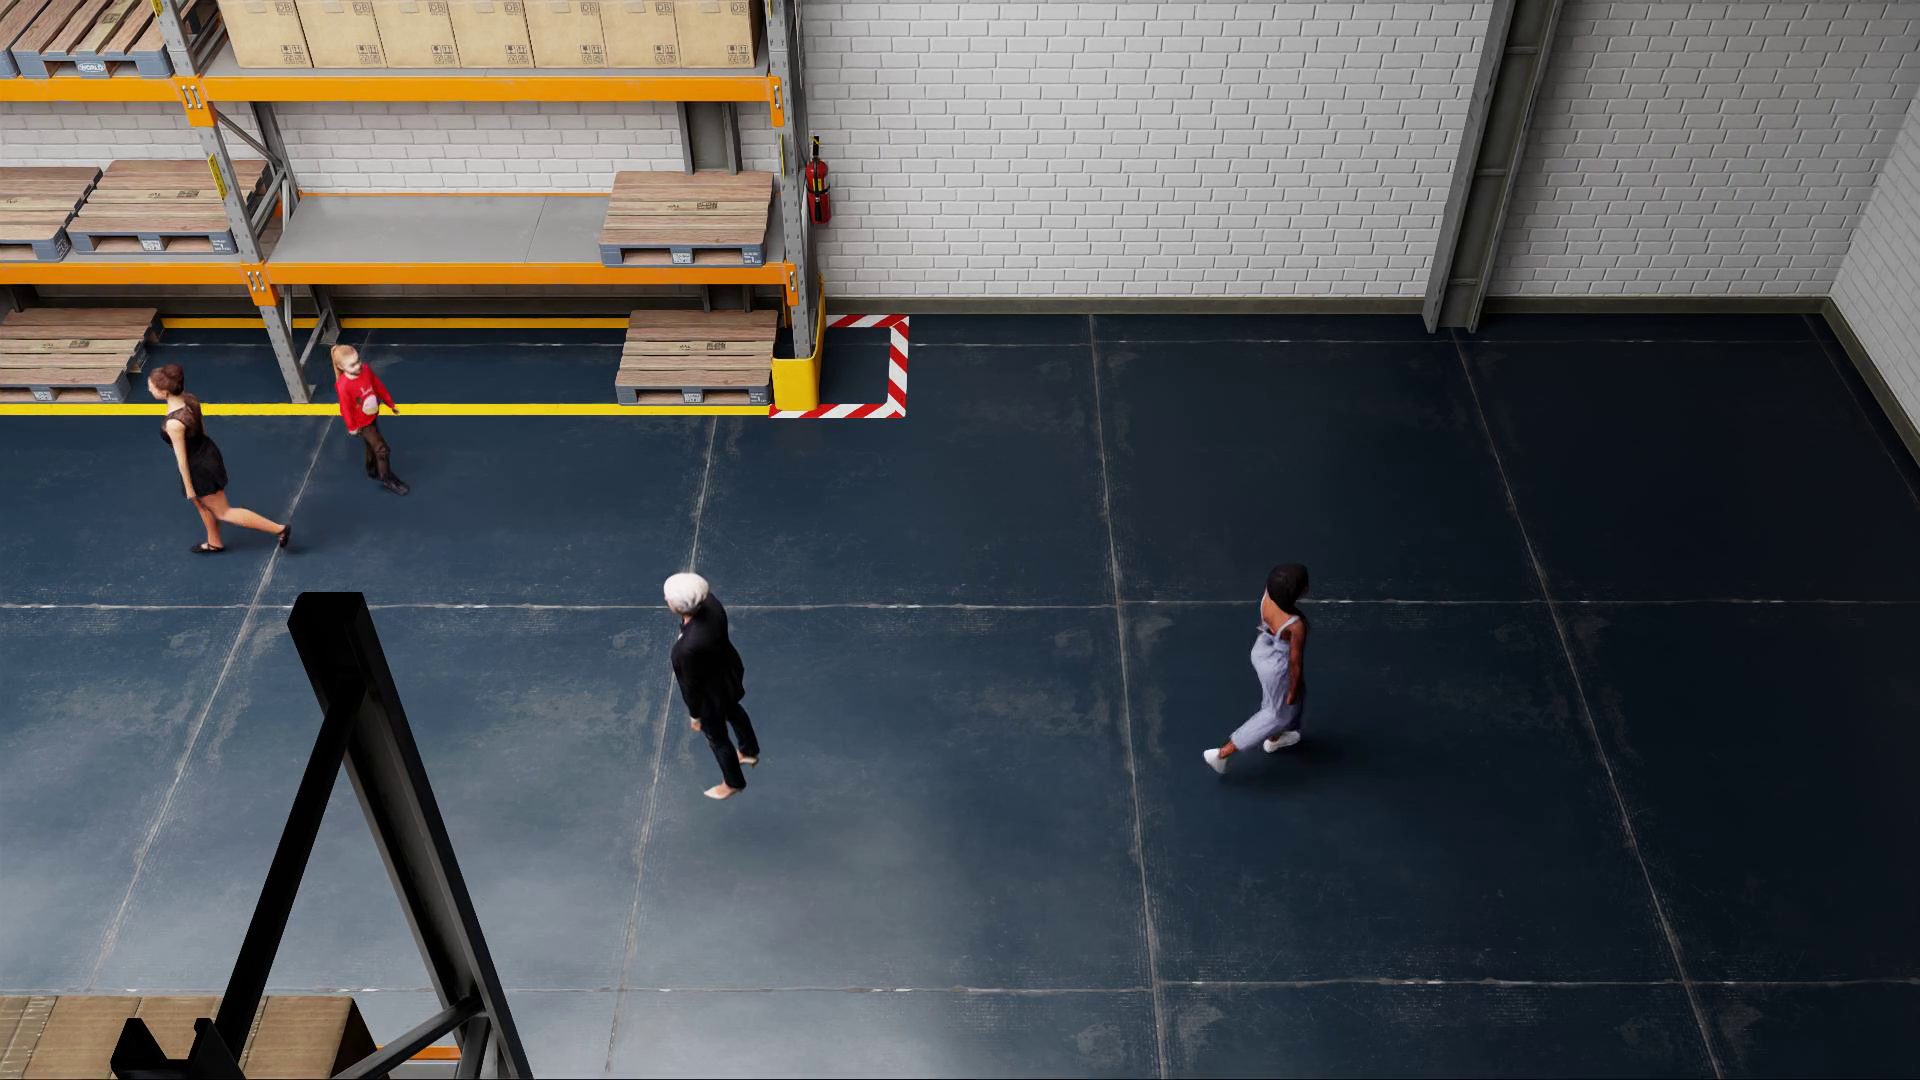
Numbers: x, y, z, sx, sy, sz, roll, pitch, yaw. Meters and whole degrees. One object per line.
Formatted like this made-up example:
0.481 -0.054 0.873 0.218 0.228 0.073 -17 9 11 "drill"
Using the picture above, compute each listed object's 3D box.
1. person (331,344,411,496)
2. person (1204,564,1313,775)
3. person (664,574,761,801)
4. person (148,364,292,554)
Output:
-4.356 -0.898 12.023 0.665 1.266 0.571 8 44 8 "person"
1.822 0.793 9.951 1.049 1.676 0.783 -15 46 -15 "person"
-1.348 0.762 9.131 0.673 1.776 0.773 10 45 10 "person"
-5.083 -0.496 11.321 1.012 1.653 0.632 -4 44 -4 "person"
